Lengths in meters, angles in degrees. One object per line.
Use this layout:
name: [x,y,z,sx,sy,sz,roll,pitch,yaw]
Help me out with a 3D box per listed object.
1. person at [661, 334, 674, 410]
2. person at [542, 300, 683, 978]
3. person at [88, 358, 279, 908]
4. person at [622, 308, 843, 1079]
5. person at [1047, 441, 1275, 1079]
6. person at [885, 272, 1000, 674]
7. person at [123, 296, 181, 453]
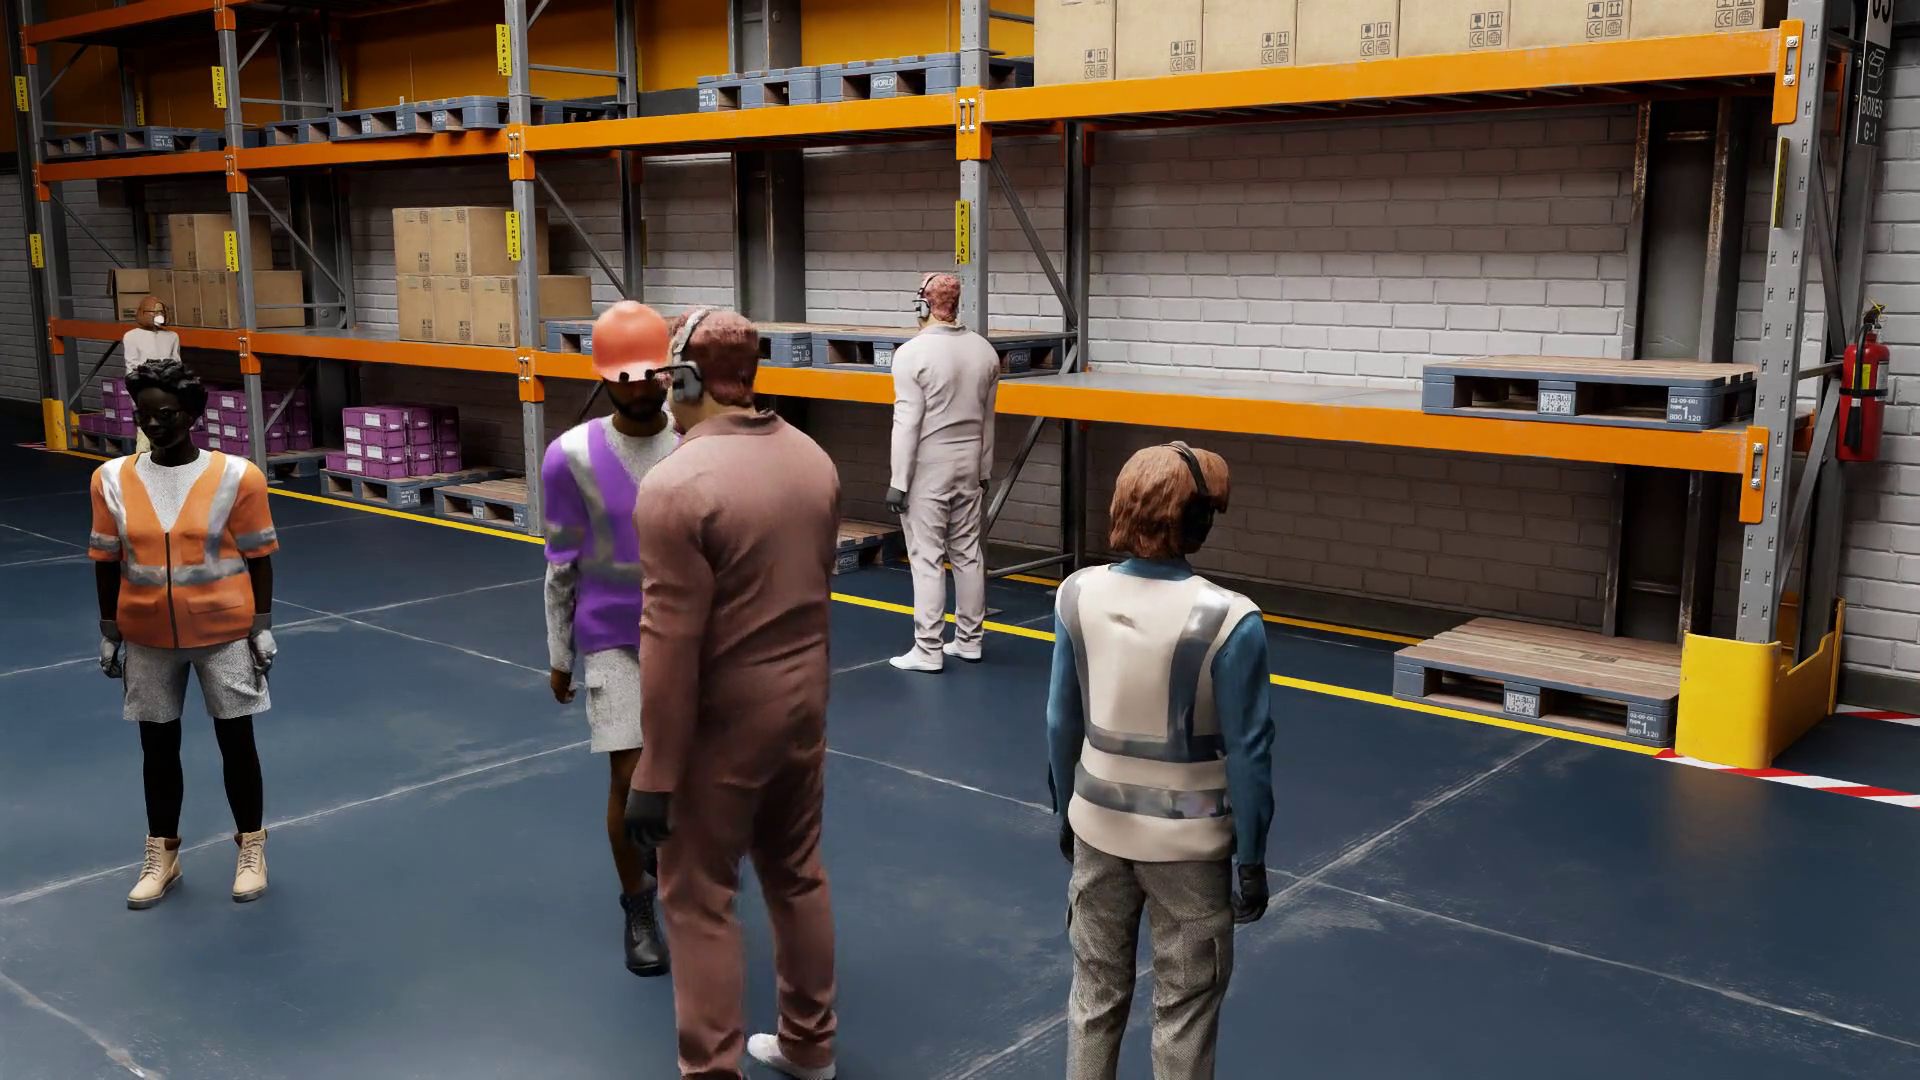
person: [-1.276,-0.146,7.772,0.285,1.633,0.497,2,10,14]
person: [-0.918,0.253,4.804,0.570,1.896,0.770,-4,11,-23]
person: [-2.370,0.290,5.109,0.539,1.695,0.318,-2,10,-9]
person: [-0.534,0.421,3.868,0.423,1.889,0.693,6,12,31]
person: [0.401,0.619,3.402,0.523,1.638,0.310,9,13,41]
person: [-0.112,-0.318,7.975,0.407,1.906,0.655,10,14,44]
person: [-6.658,-1.197,13.784,0.277,1.629,0.497,6,12,32]
